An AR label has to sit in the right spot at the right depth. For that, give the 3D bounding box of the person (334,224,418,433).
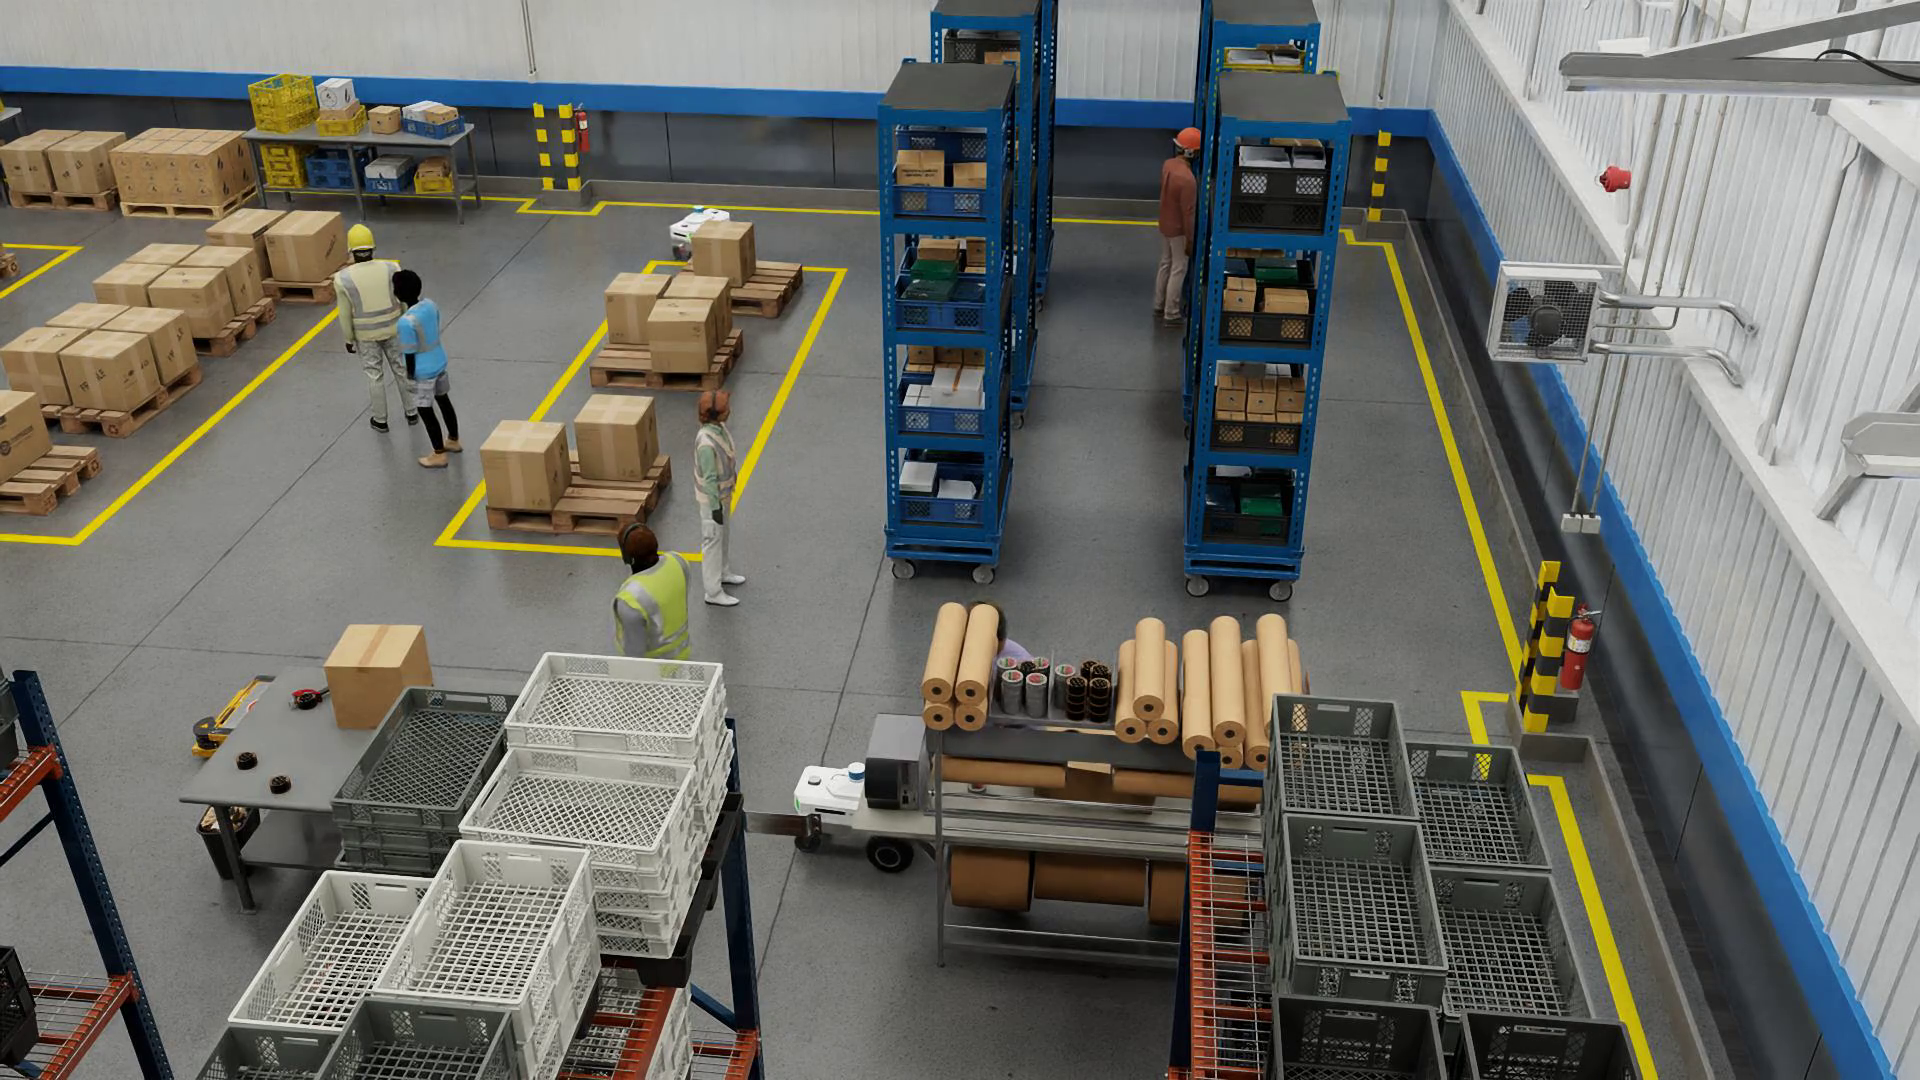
[{"bbox_3d":[-4.978,-1.806,14.206,0.596,1.832,0.404,-19,35,-29],"label":"person"}]

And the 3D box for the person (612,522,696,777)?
[{"bbox_3d":[-1.819,0.710,9.882,0.430,1.840,0.620,12,32,20],"label":"person"}]

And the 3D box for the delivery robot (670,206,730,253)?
[{"bbox_3d":[-2.827,-3.394,18.106,0.477,0.478,0.707,17,34,27],"label":"delivery robot"}]

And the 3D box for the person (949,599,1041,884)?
[{"bbox_3d":[0.159,1.127,9.078,0.631,1.929,0.372,18,35,27],"label":"person"}]

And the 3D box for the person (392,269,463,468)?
[{"bbox_3d":[-4.391,-1.414,13.676,0.320,1.691,0.543,6,31,10],"label":"person"}]

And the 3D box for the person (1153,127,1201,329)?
[{"bbox_3d":[2.135,-3.033,16.170,0.403,1.982,0.627,-9,31,-15],"label":"person"}]

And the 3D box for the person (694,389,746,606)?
[{"bbox_3d":[-1.729,-0.315,11.847,0.314,1.632,0.521,2,30,3],"label":"person"}]

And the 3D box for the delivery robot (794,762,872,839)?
[{"bbox_3d":[-0.595,1.514,9.675,0.707,0.478,0.477,6,31,10],"label":"delivery robot"}]
